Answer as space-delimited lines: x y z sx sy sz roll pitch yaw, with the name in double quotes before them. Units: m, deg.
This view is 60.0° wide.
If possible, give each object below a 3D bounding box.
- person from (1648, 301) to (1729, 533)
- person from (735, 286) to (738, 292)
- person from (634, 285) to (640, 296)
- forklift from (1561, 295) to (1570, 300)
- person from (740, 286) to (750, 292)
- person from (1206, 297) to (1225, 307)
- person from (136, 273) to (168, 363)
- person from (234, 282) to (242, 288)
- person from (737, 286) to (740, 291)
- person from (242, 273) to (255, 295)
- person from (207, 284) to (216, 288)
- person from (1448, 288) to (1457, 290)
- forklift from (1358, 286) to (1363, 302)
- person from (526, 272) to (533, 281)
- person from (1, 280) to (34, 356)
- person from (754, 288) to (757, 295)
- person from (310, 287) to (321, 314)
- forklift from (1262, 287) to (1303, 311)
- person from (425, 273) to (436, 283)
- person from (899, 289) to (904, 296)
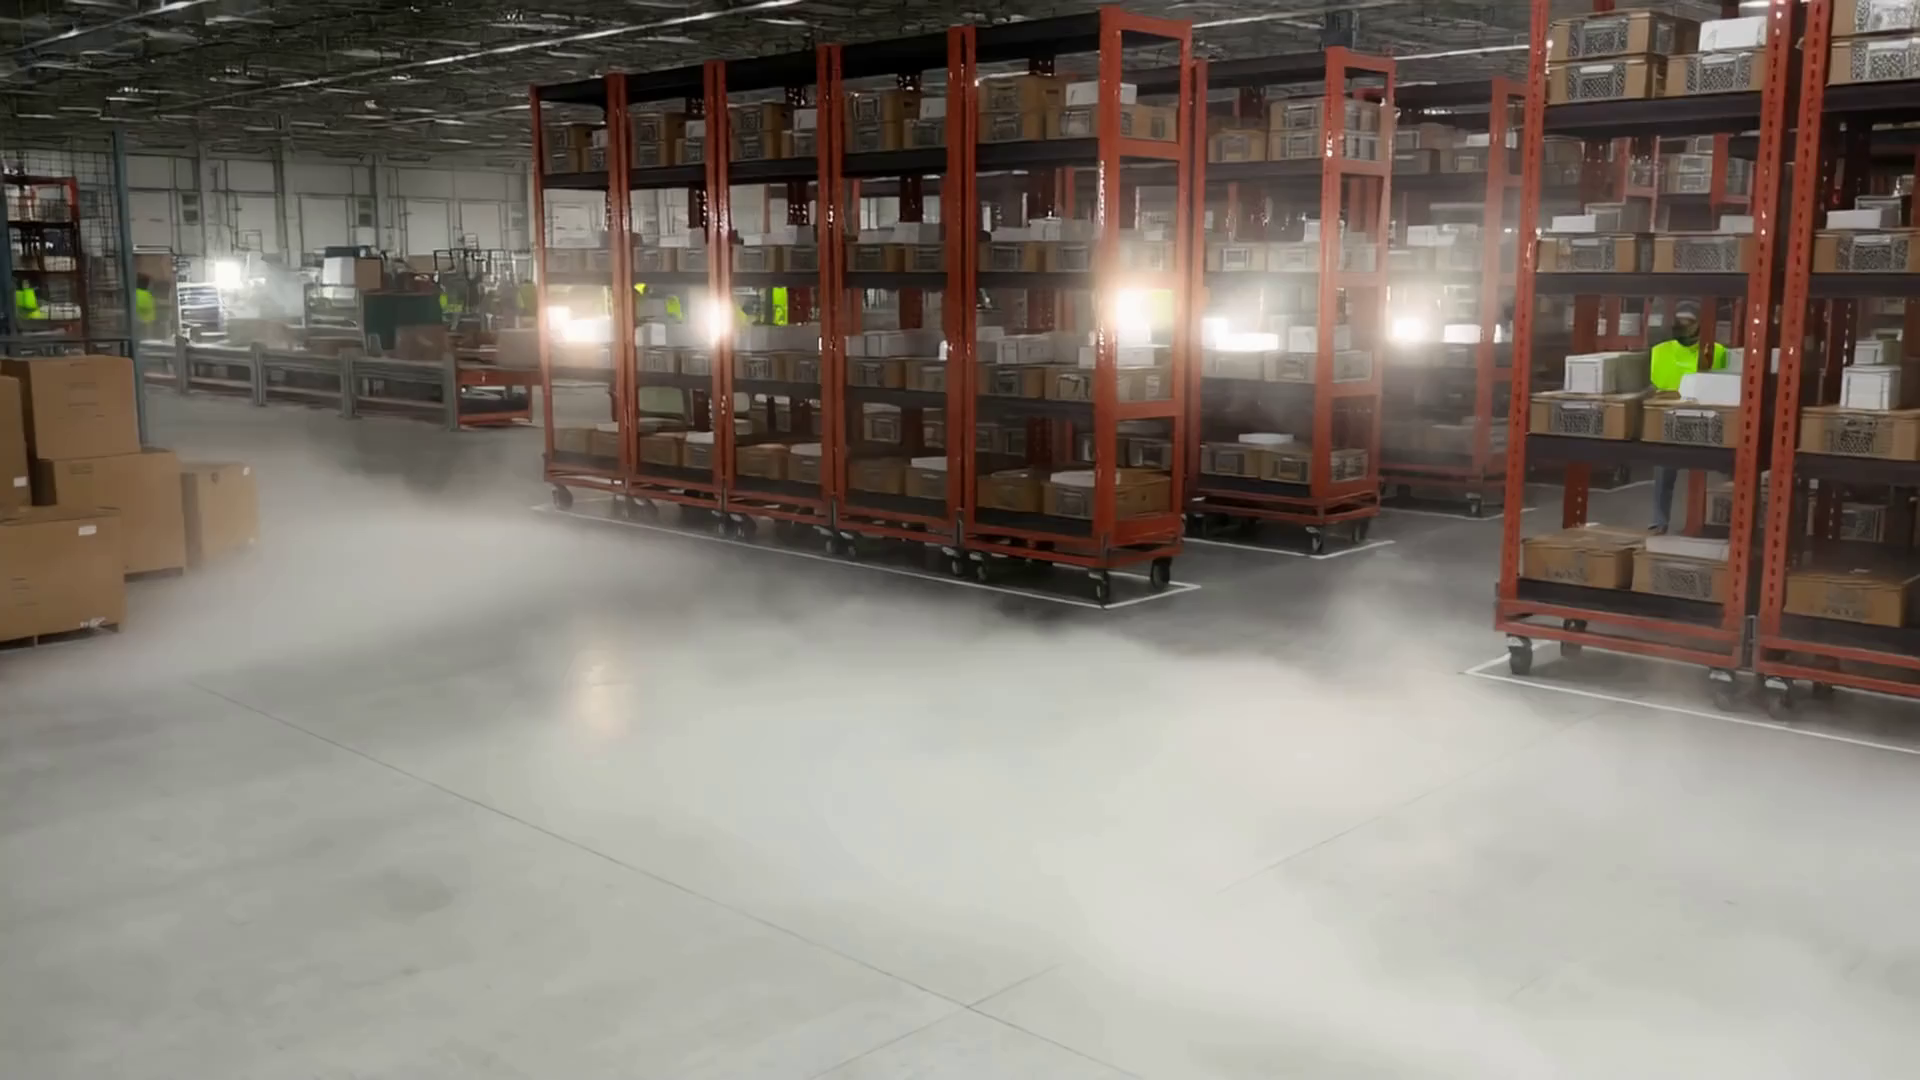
"person" 5.194 -0.785 11.915 0.394 1.846 0.564 -9 13 -43
"person" -8.970 -9.690 67.248 0.729 1.614 0.520 -1 9 -6
"person" -17.390 -13.297 88.567 0.654 1.871 1.072 4 10 23
"forklift" 16.717 -6.799 45.628 1.873 2.768 1.129 9 13 42
"person" -8.217 -9.201 63.245 0.359 1.938 0.547 -9 13 -44
"person" 5.750 -4.890 37.366 0.539 1.757 0.448 5 11 30
"person" -17.863 -4.876 36.603 1.077 1.975 0.614 -8 12 -40
"person" -24.519 -8.033 56.602 0.524 1.770 0.315 0 9 2
"person" -10.744 -11.805 79.207 0.634 1.936 0.351 -5 11 -28
"person" -23.650 -7.899 55.253 0.543 1.939 0.360 4 10 25
"person" -40.409 -13.532 89.830 0.591 1.927 0.376 5 11 28
"person" 18.665 -9.040 63.183 0.500 1.633 0.286 -6 11 -32
"forklift" 11.100 -7.017 46.970 1.873 2.768 1.129 9 13 43
"person" -22.448 -13.052 86.934 0.587 1.911 0.608 -8 12 -40
"person" -20.100 -4.618 35.432 1.024 1.852 0.670 -1 9 -6
"person" -7.625 -8.840 61.969 0.541 1.616 0.511 -1 9 -4
"person" -22.370 -8.306 57.810 0.391 1.920 0.593 -8 12 -42
"forklift" 10.769 -8.203 54.240 1.129 2.768 1.873 8 12 42
"person" -25.576 -11.971 80.403 0.652 1.878 1.030 2 10 14
"person" -1.870 -8.349 58.097 0.704 1.911 0.551 9 13 44
